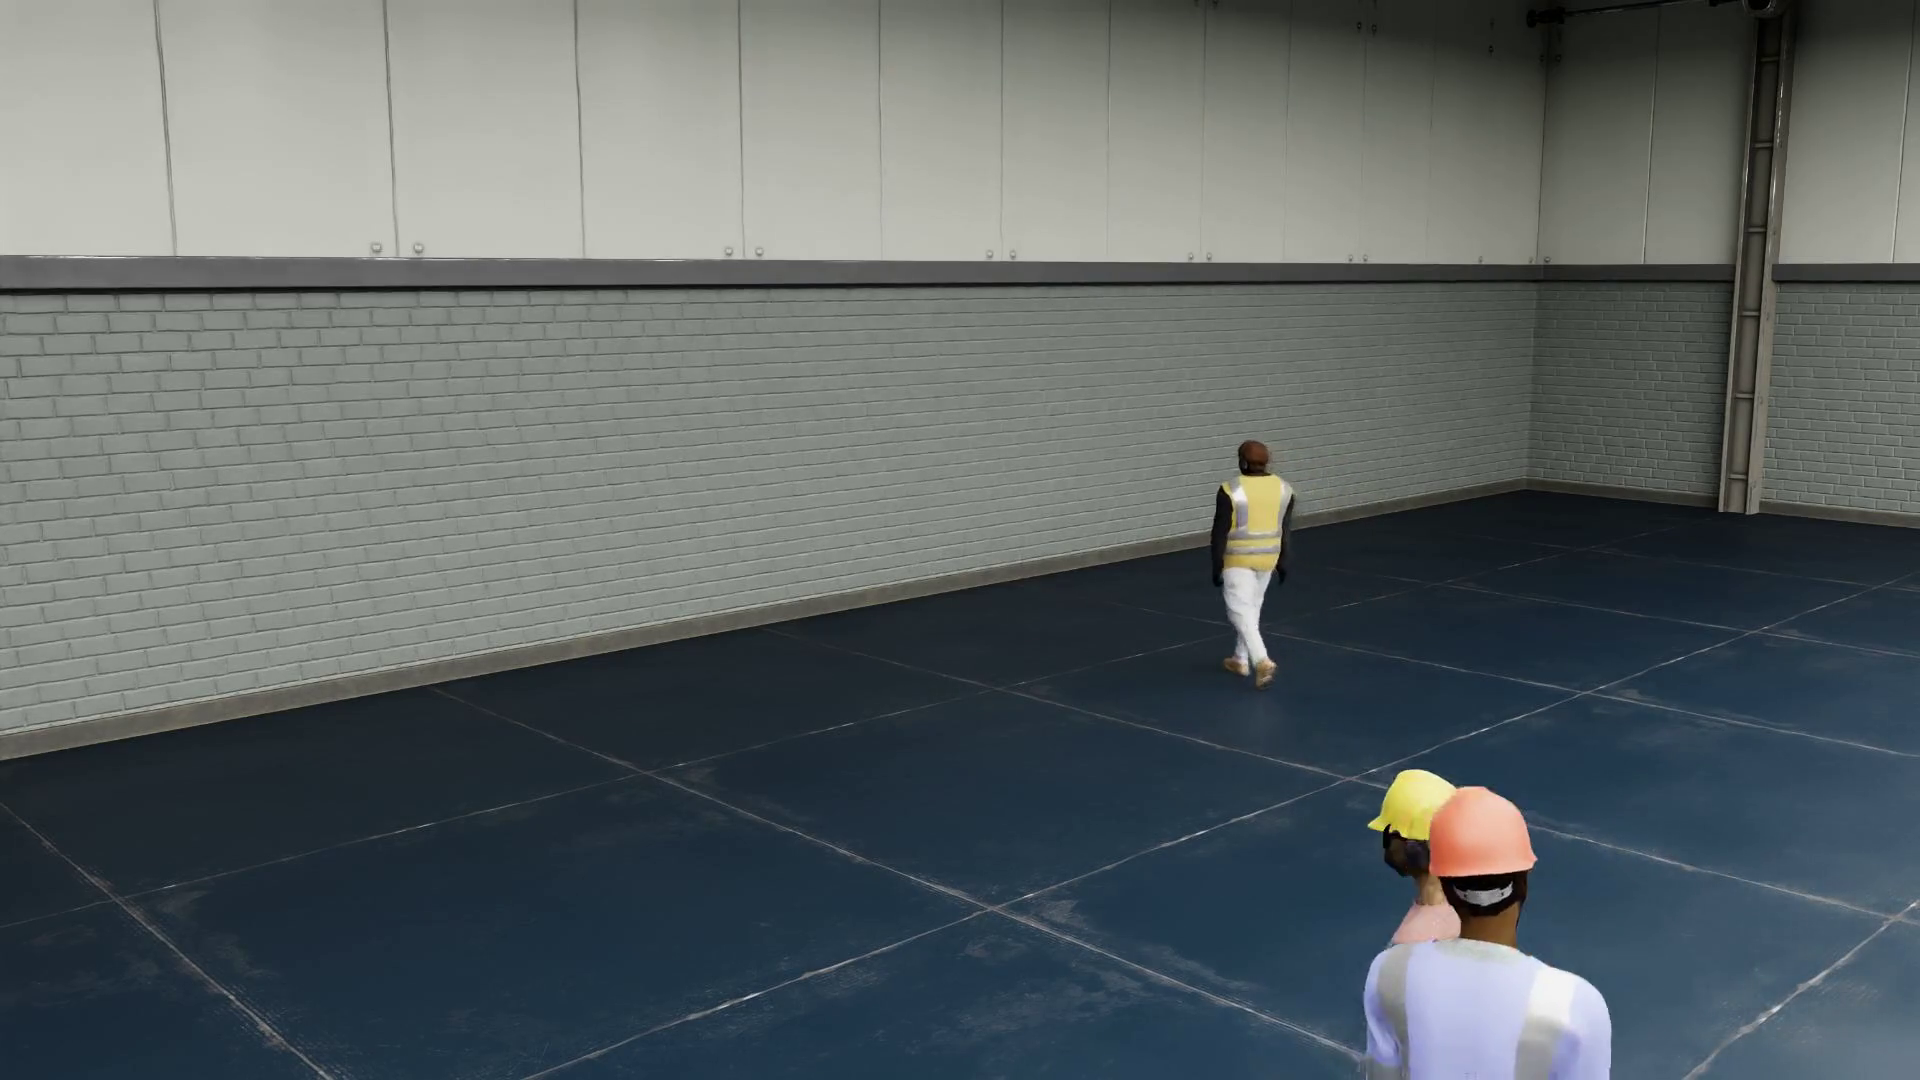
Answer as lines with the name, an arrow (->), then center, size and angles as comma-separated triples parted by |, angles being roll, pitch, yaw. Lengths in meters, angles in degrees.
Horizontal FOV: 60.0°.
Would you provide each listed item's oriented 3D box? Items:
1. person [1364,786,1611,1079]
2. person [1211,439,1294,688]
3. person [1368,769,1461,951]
person -> 1.099, 1.511, 3.597 | 0.583, 1.913, 0.630 | 8, 12, 42
person -> 2.153, 0.164, 12.251 | 0.636, 1.815, 0.864 | -3, 10, -20
person -> 1.185, 1.459, 4.459 | 0.750, 1.741, 0.541 | 8, 12, 41
